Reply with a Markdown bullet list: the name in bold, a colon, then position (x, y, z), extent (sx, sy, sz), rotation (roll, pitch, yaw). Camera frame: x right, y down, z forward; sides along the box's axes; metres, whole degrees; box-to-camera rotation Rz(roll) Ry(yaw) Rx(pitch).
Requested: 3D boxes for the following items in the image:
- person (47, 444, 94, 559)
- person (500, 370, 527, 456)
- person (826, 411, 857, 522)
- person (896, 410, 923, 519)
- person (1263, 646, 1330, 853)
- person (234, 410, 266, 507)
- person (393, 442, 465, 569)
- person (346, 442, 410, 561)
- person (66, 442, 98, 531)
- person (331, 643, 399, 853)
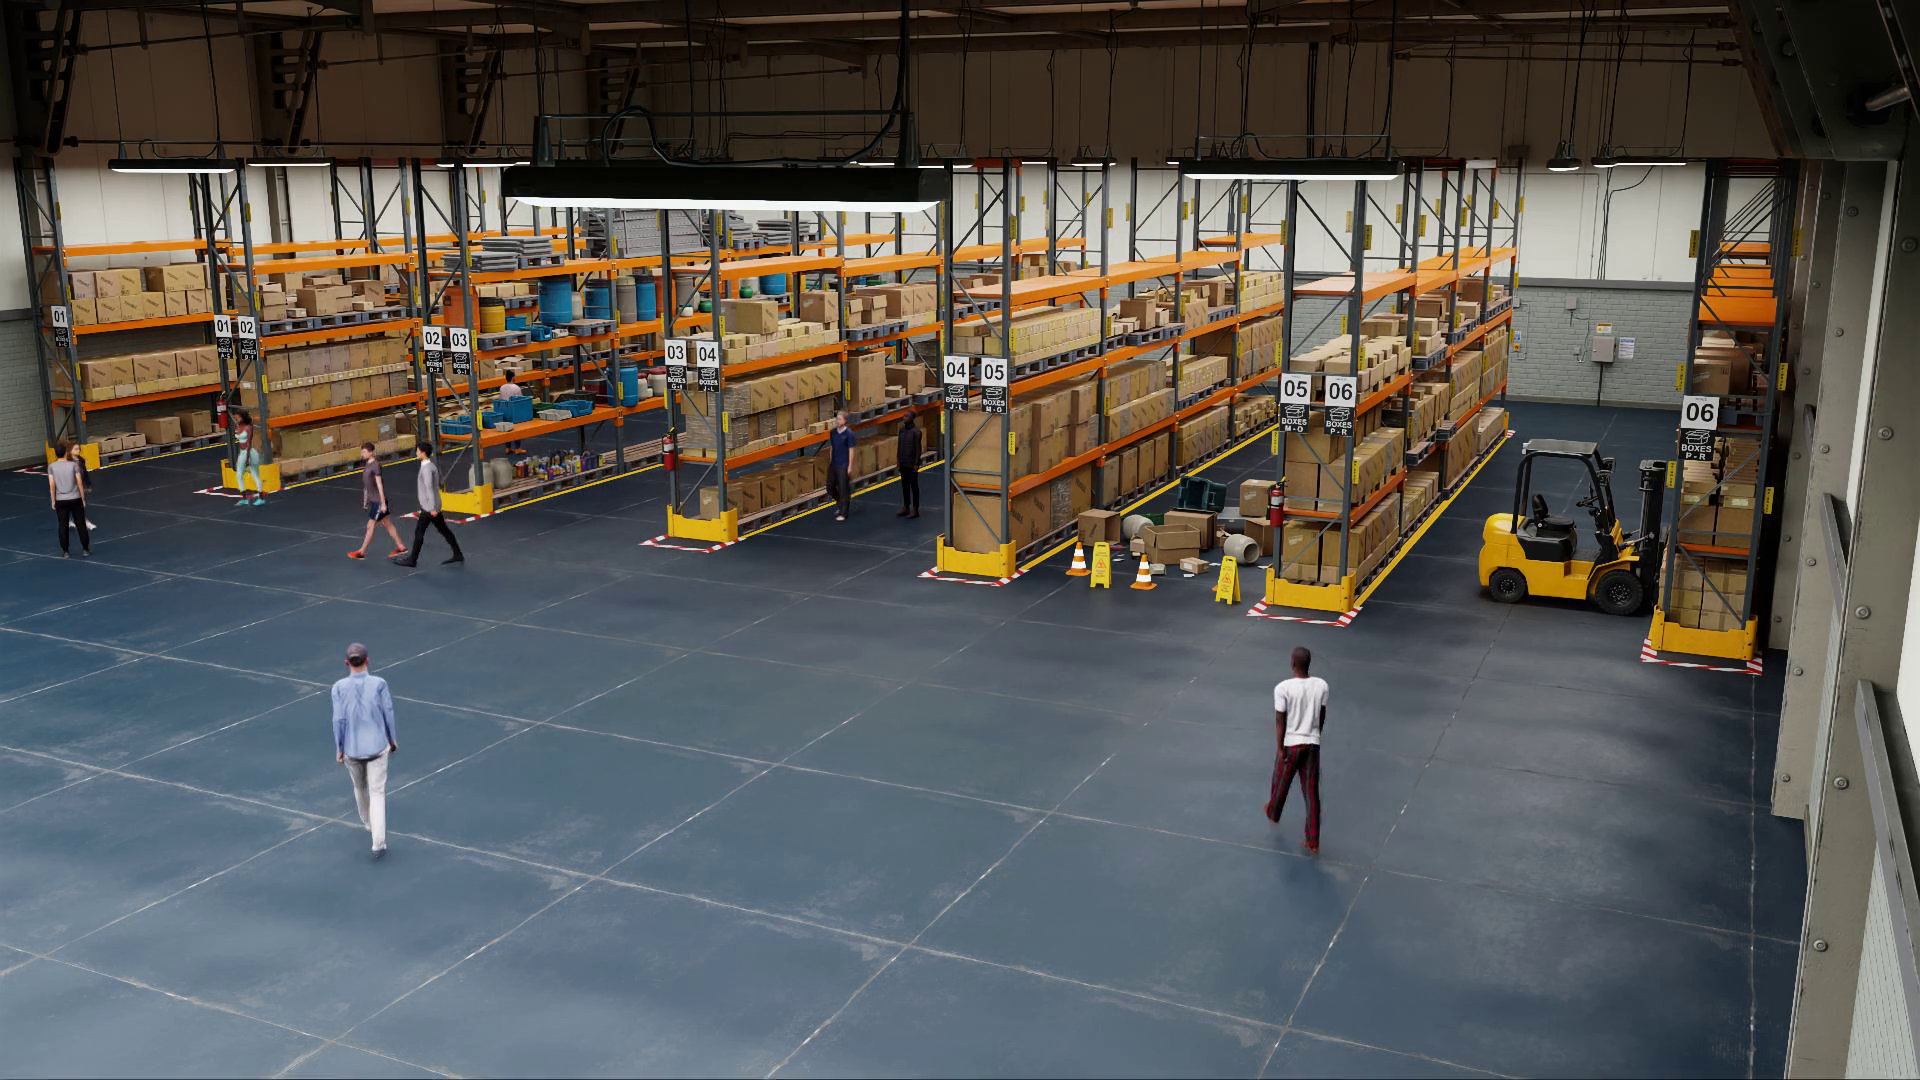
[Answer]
- **person**: position (-13.683, -0.612, 25.518), extent (0.702, 1.754, 0.769), rotation (-5, 14, -21)
- **person**: position (-9.248, -2.647, 34.330), extent (0.674, 1.743, 0.605), rotation (6, 14, 23)
- **person**: position (-1.964, -1.270, 28.121), extent (0.719, 1.863, 0.700), rotation (9, 16, 34)
- **person**: position (-0.859, -1.309, 28.349), extent (0.761, 1.836, 0.700), rotation (12, 18, 43)
- **person**: position (3.056, 1.879, 14.710), extent (1.085, 1.778, 1.270), rotation (-2, 13, -8)
- **person**: position (-12.417, -1.438, 29.202), extent (0.590, 1.702, 0.747), rotation (6, 14, 26)
- **person**: position (-7.774, -0.490, 24.744), extent (1.253, 1.867, 1.294), rotation (-2, 13, -10)
- **person**: position (-8.758, -0.576, 25.255), extent (1.260, 1.803, 1.081), rotation (-8, 15, -32)
- **person**: position (-14.594, -0.870, 27.330), extent (0.681, 1.440, 0.931), rotation (5, 14, 20)
- **person**: position (-5.233, 1.856, 14.650), extent (1.153, 1.850, 1.253), rotation (-4, 14, -15)
